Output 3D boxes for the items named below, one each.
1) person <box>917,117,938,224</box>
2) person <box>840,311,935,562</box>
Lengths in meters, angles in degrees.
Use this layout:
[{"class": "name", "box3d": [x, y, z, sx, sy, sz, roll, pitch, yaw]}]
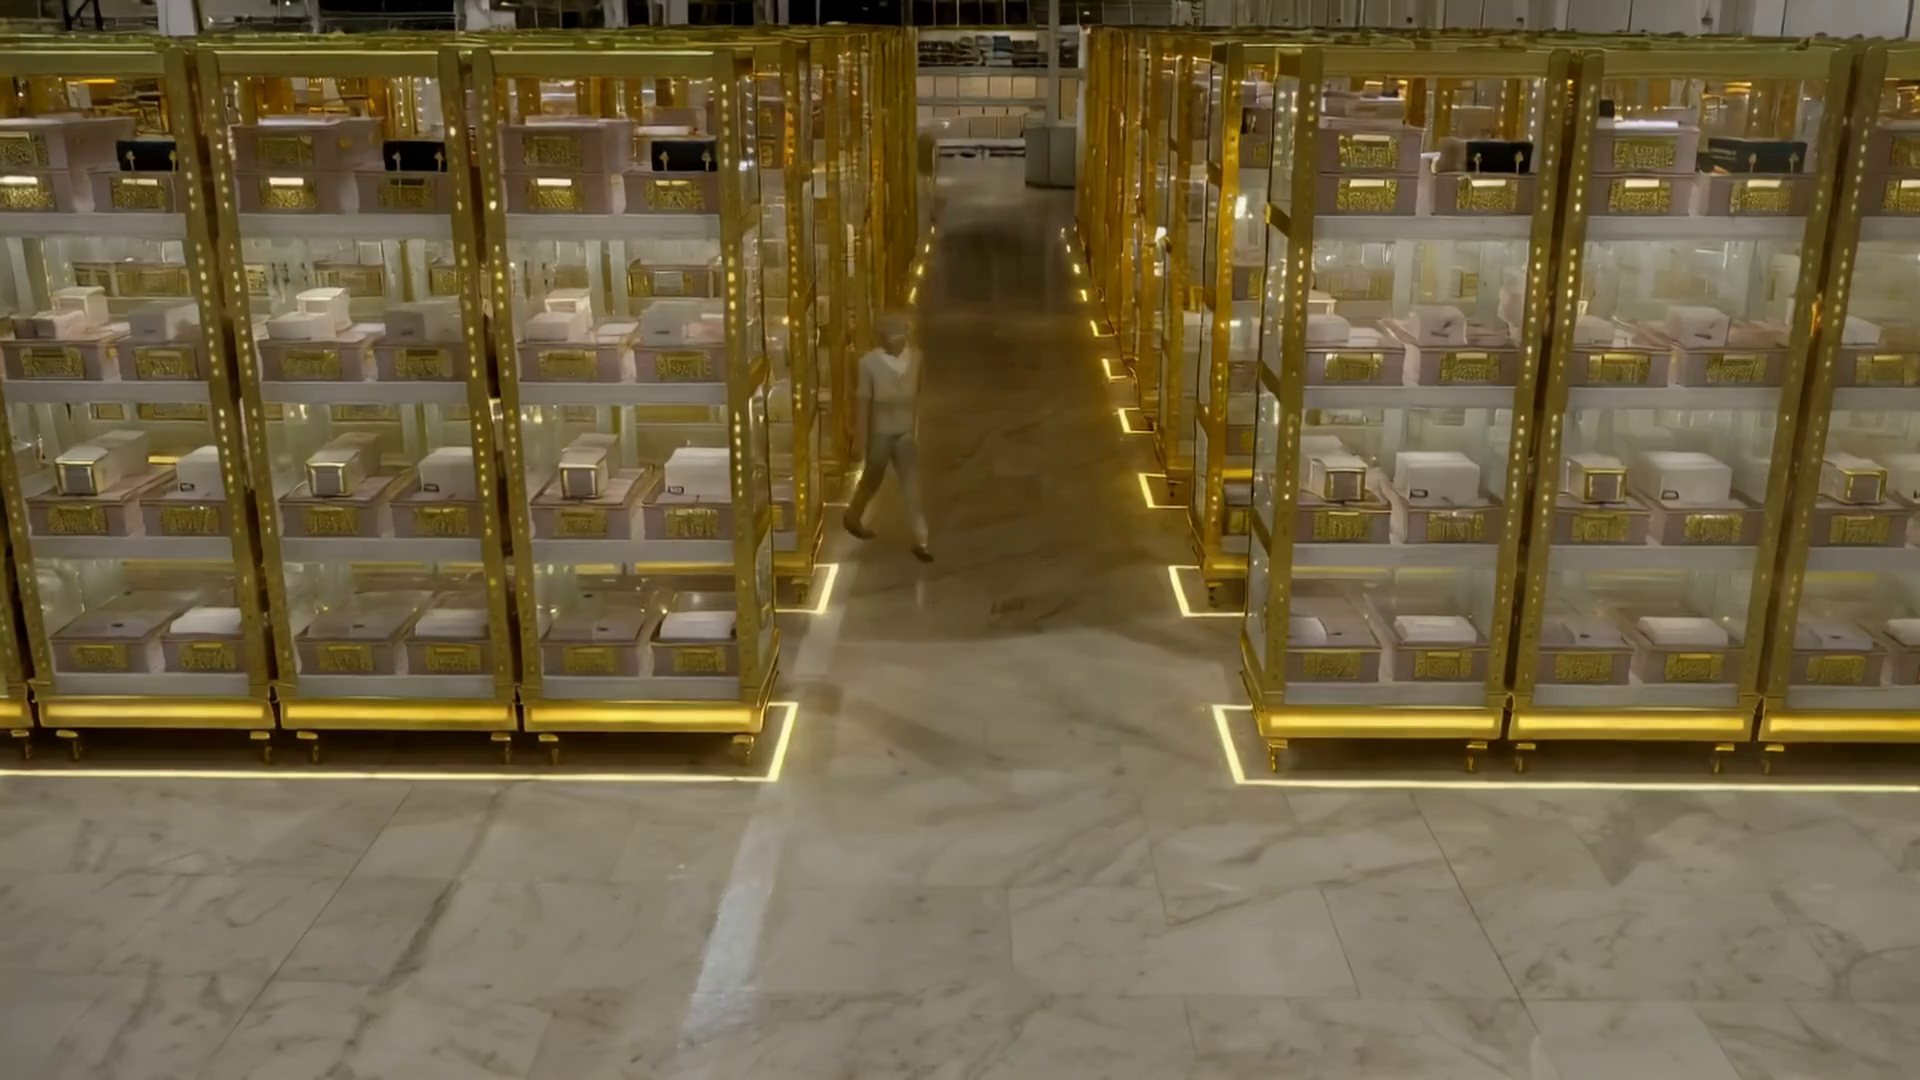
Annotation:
[{"class": "person", "box3d": [-0.690, -6.943, 31.291, 0.633, 1.963, 0.959, -6, 18, -19]}, {"class": "person", "box3d": [-0.530, -0.787, 11.962, 0.634, 1.786, 0.947, -14, 22, -38]}]
